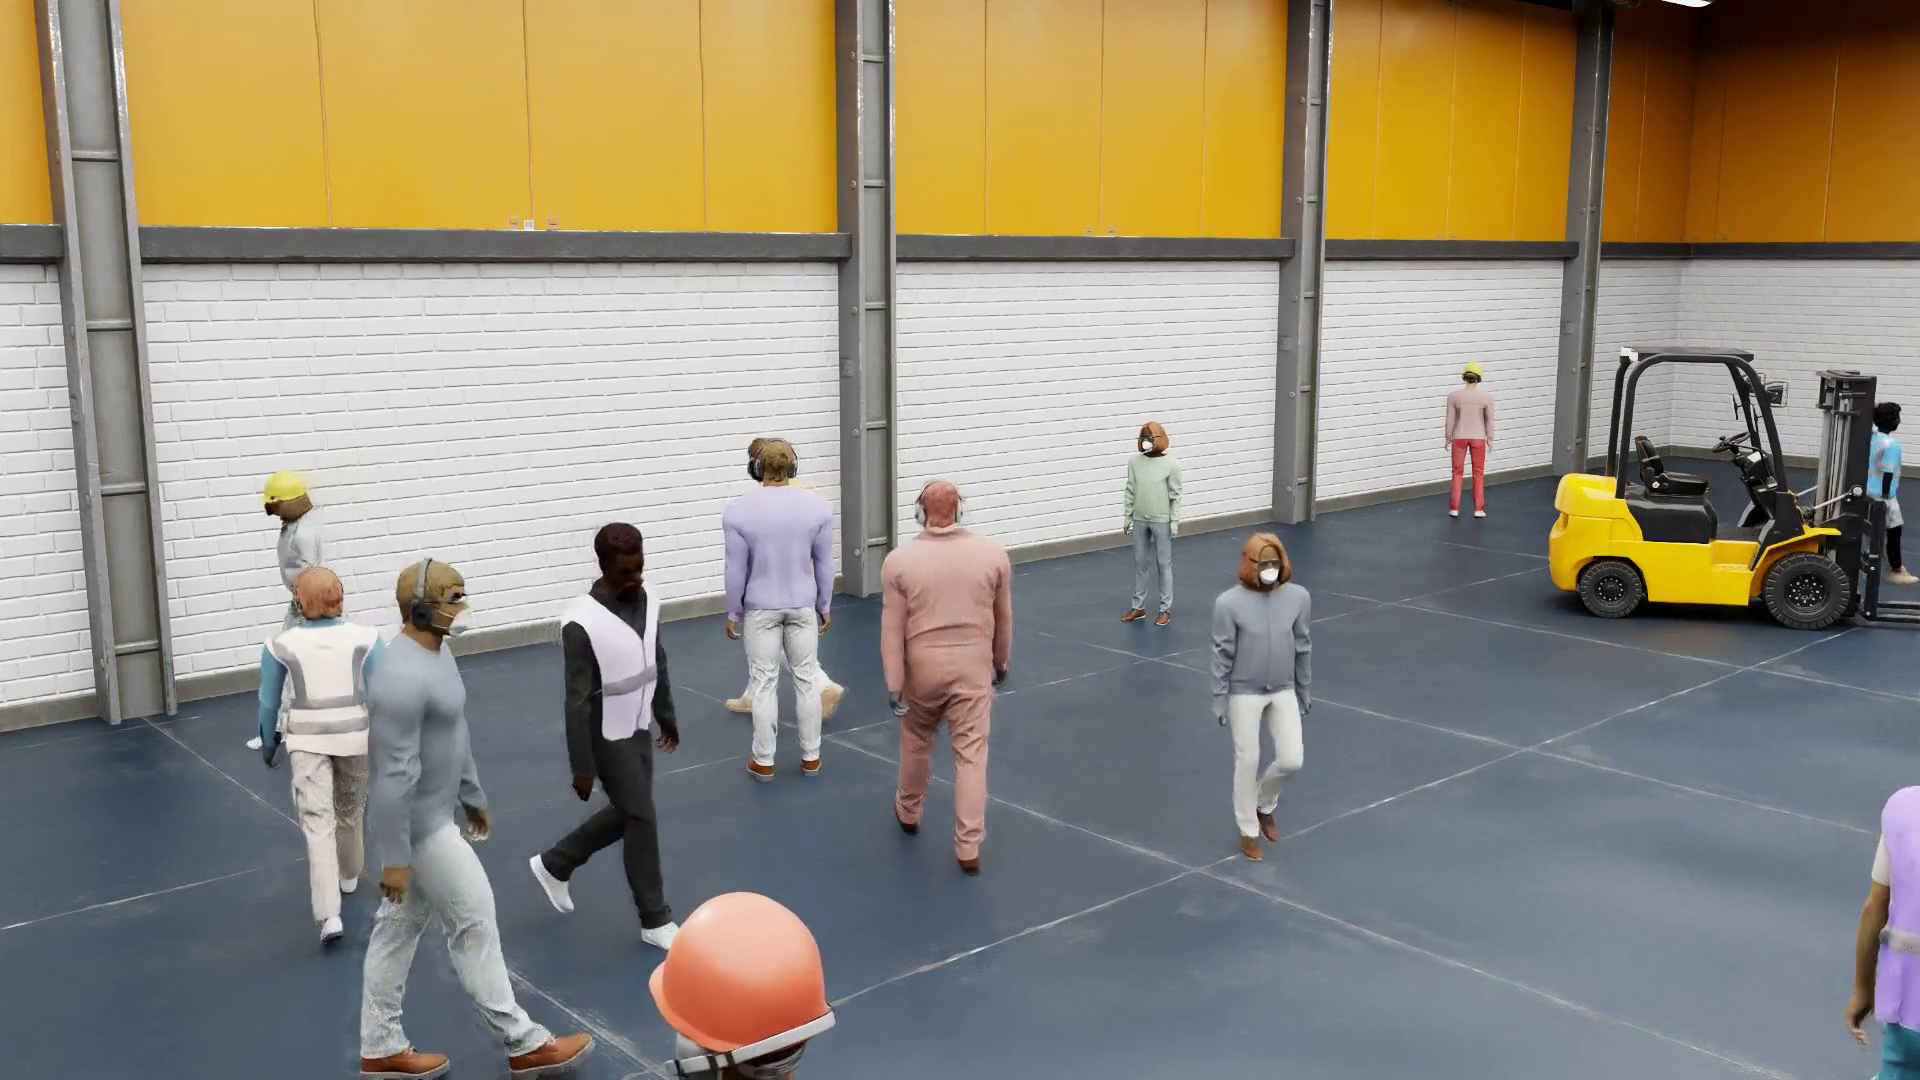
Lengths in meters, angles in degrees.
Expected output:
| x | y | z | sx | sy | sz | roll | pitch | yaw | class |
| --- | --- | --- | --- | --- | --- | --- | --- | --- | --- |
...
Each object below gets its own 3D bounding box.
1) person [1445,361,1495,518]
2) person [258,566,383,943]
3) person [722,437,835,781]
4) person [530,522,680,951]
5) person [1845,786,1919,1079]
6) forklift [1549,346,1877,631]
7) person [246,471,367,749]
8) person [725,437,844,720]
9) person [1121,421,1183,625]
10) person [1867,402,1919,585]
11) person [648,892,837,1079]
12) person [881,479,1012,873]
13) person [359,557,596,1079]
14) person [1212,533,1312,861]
| x | y | z | sx | sy | sz | roll | pitch | yaw | class |
| --- | --- | --- | --- | --- | --- | --- | --- | --- | --- |
| 5.735 | -1.127 | 18.741 | 0.533 | 1.767 | 0.326 | 3 | 10 | 19 | person |
| -2.781 | 0.915 | 7.305 | 0.532 | 1.590 | 0.926 | -5 | 11 | -25 | person |
| -1.016 | 0.391 | 9.349 | 0.627 | 1.940 | 0.372 | -3 | 10 | -16 | person |
| -1.512 | 0.820 | 7.030 | 0.787 | 1.873 | 0.682 | 3 | 10 | 18 | person |
| 2.667 | 1.305 | 4.405 | 0.463 | 1.807 | 0.675 | -6 | 11 | -31 | person |
| 6.109 | -0.478 | 13.691 | 2.313 | 2.155 | 1.214 | 3 | 10 | 16 | forklift |
| -3.908 | 0.391 | 10.106 | 0.864 | 1.681 | 0.524 | -8 | 12 | -39 | person |
| -1.121 | 0.256 | 10.504 | 0.818 | 1.820 | 0.622 | 3 | 10 | 15 | person |
| 1.534 | -0.137 | 13.332 | 0.505 | 1.633 | 0.279 | 7 | 12 | 34 | person |
| 8.179 | -0.415 | 14.902 | 0.857 | 1.657 | 0.541 | 0 | 10 | -3 | person |
| -0.313 | 1.510 | 2.626 | 0.612 | 1.997 | 0.376 | -9 | 13 | -43 | person |
| -0.074 | 0.626 | 8.208 | 0.667 | 1.864 | 0.958 | -1 | 10 | -8 | person |
| -1.735 | 1.001 | 5.874 | 0.928 | 1.901 | 0.661 | -2 | 10 | -12 | person |
| 1.478 | 0.763 | 8.091 | 0.528 | 1.618 | 0.340 | -2 | 10 | -10 | person |
